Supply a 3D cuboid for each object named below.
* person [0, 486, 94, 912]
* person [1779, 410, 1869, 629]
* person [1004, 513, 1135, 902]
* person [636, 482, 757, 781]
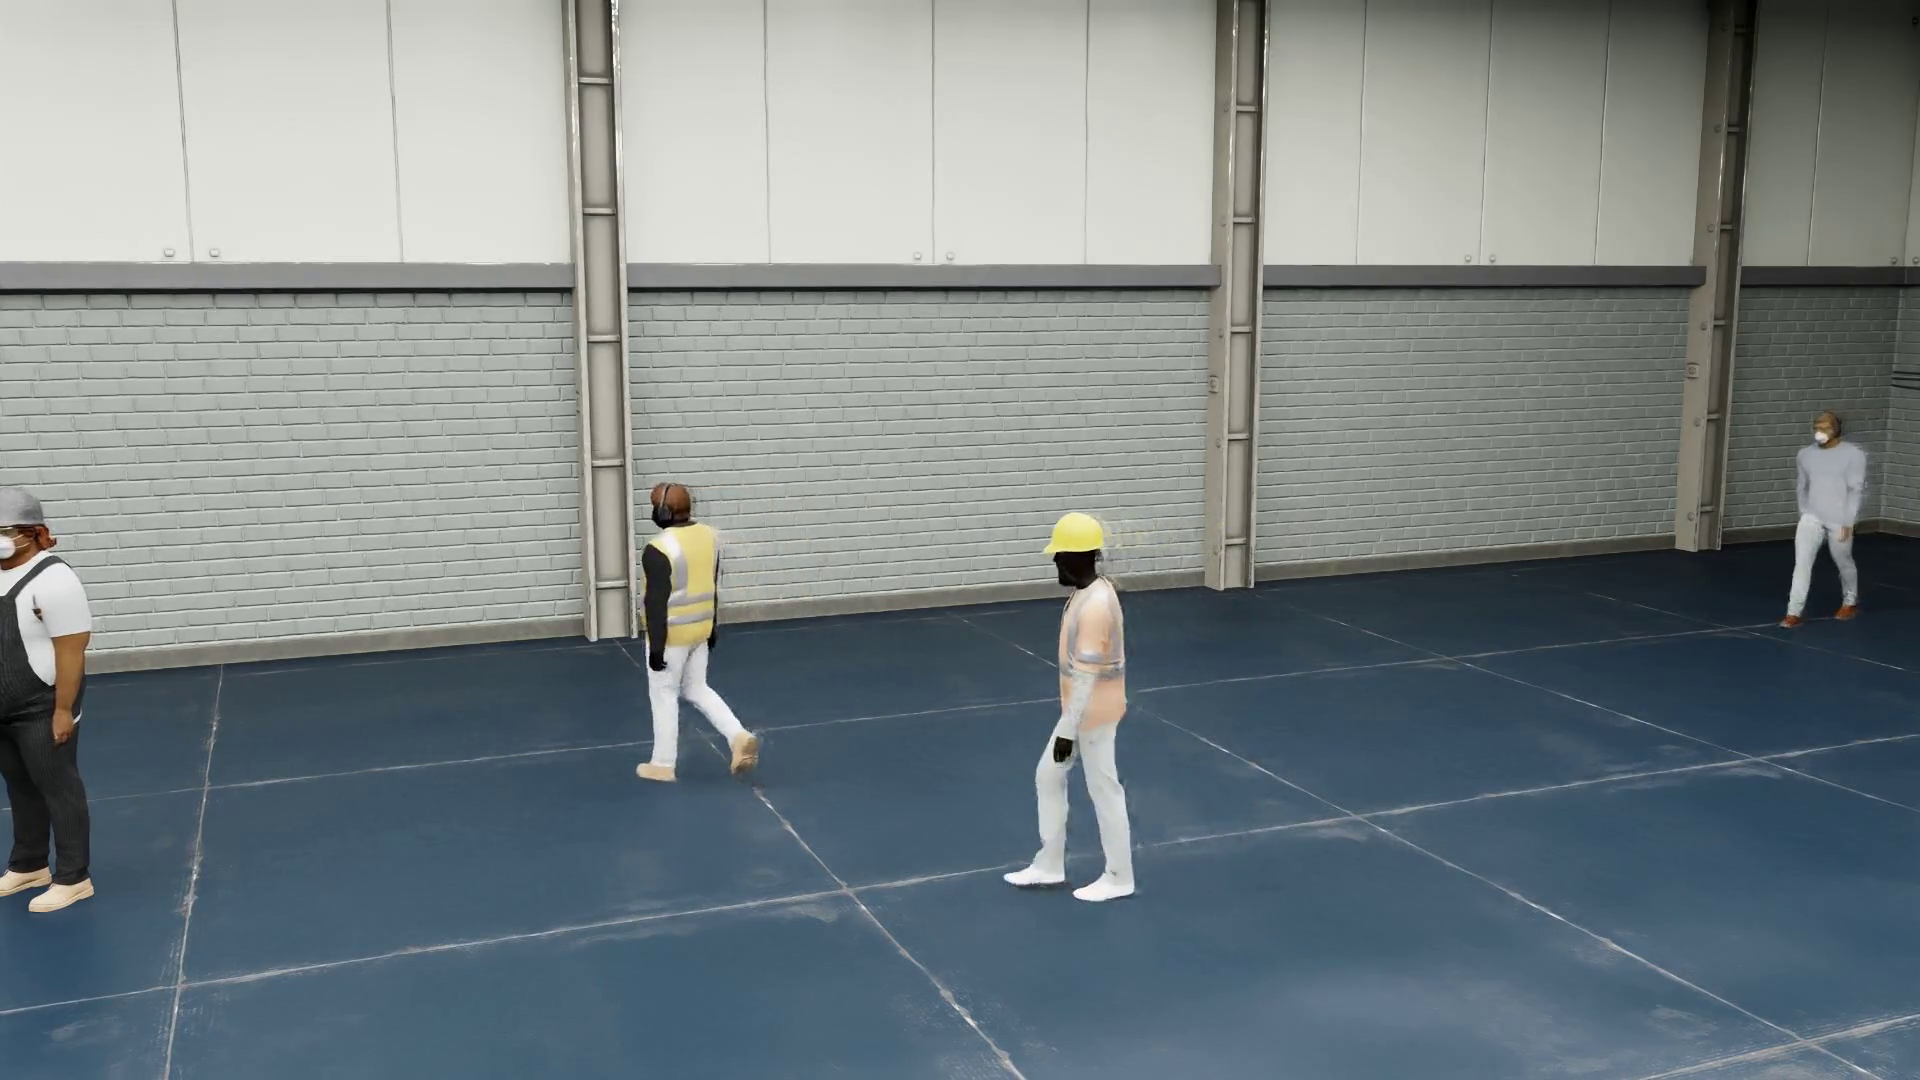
[{"bbox_3d":[-4.505,0.756,7.970,0.688,2.000,0.538,5,11,31],"label":"person"},{"bbox_3d":[7.548,-0.191,14.433,1.056,1.888,0.627,-7,12,-39],"label":"person"},{"bbox_3d":[0.507,0.818,7.983,0.776,1.899,0.600,0,9,0],"label":"person"},{"bbox_3d":[-1.610,0.560,9.879,0.709,1.825,0.640,5,10,27],"label":"person"}]
